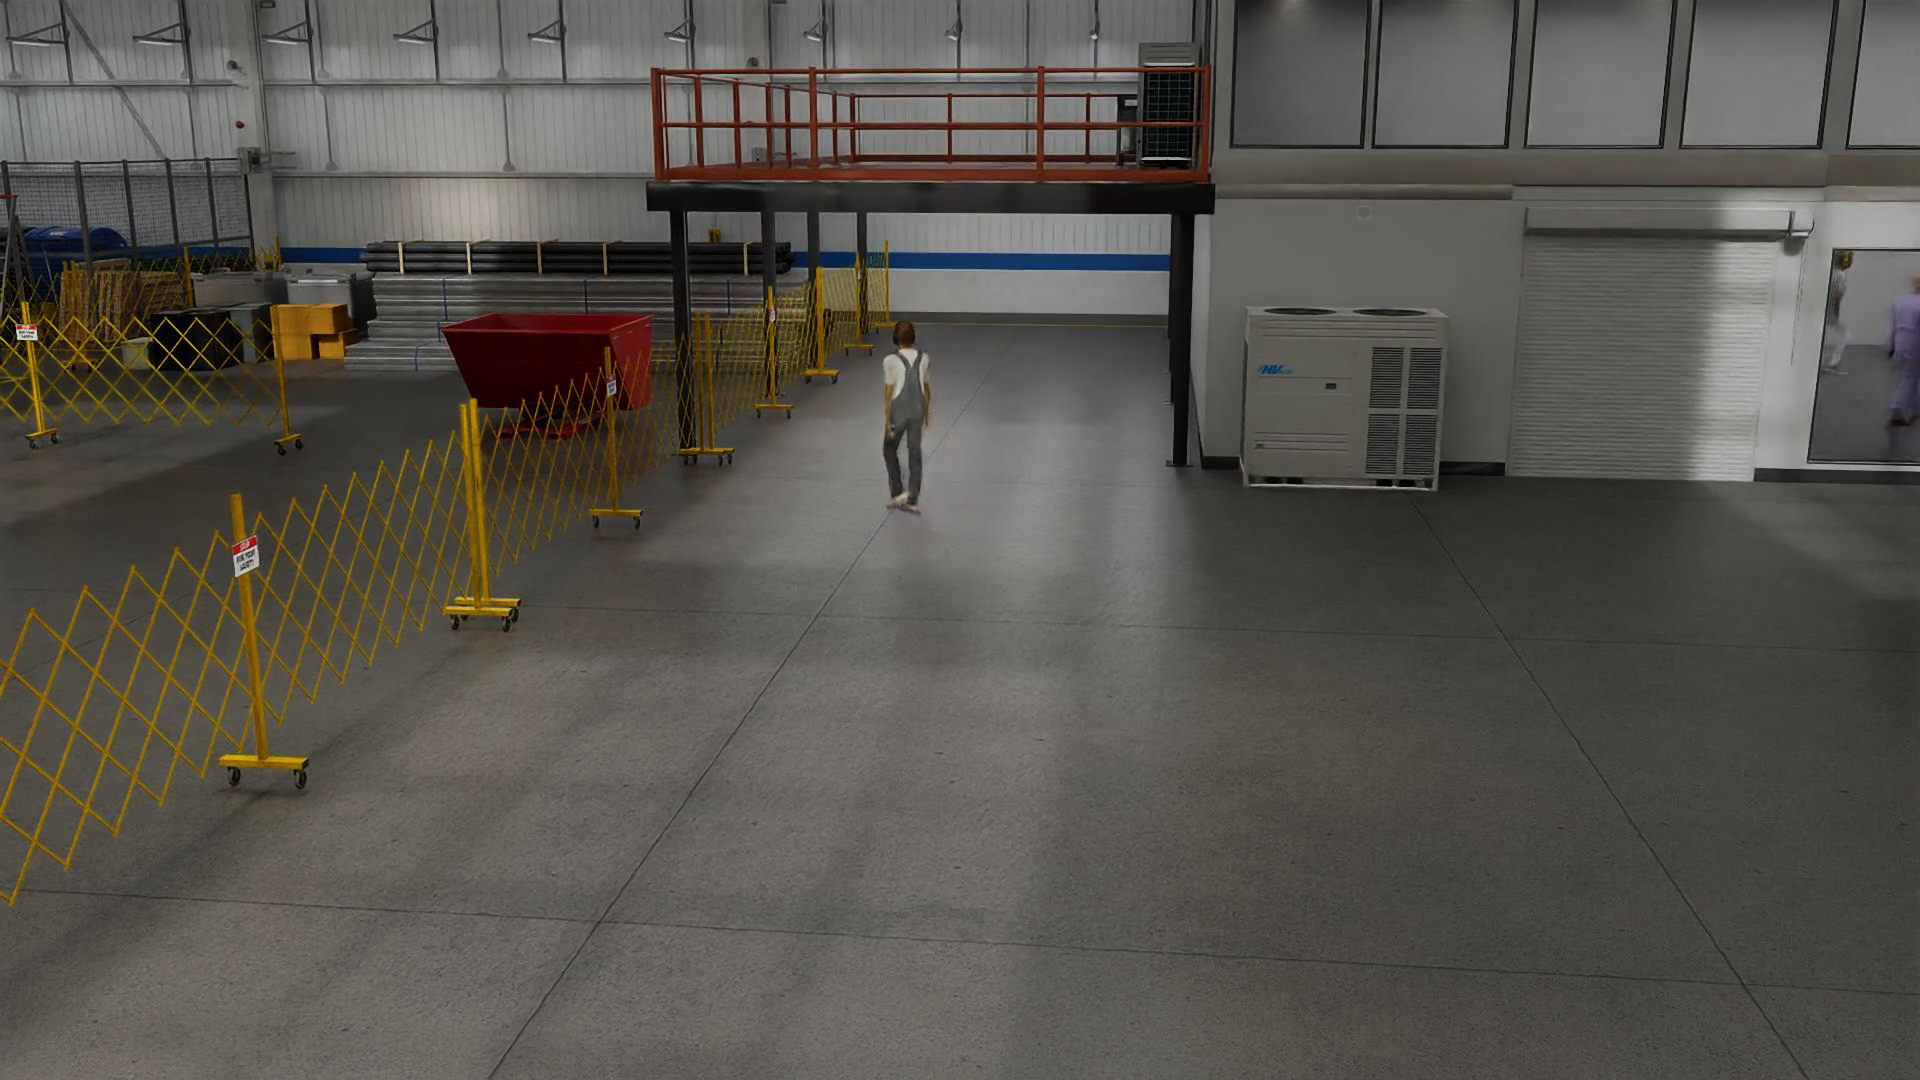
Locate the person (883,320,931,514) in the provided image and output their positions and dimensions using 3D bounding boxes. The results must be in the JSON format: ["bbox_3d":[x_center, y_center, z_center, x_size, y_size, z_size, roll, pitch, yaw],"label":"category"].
[{"bbox_3d":[-0.525,-1.168,15.742,0.530,1.827,0.539,-7,15,-26],"label":"person"}]
